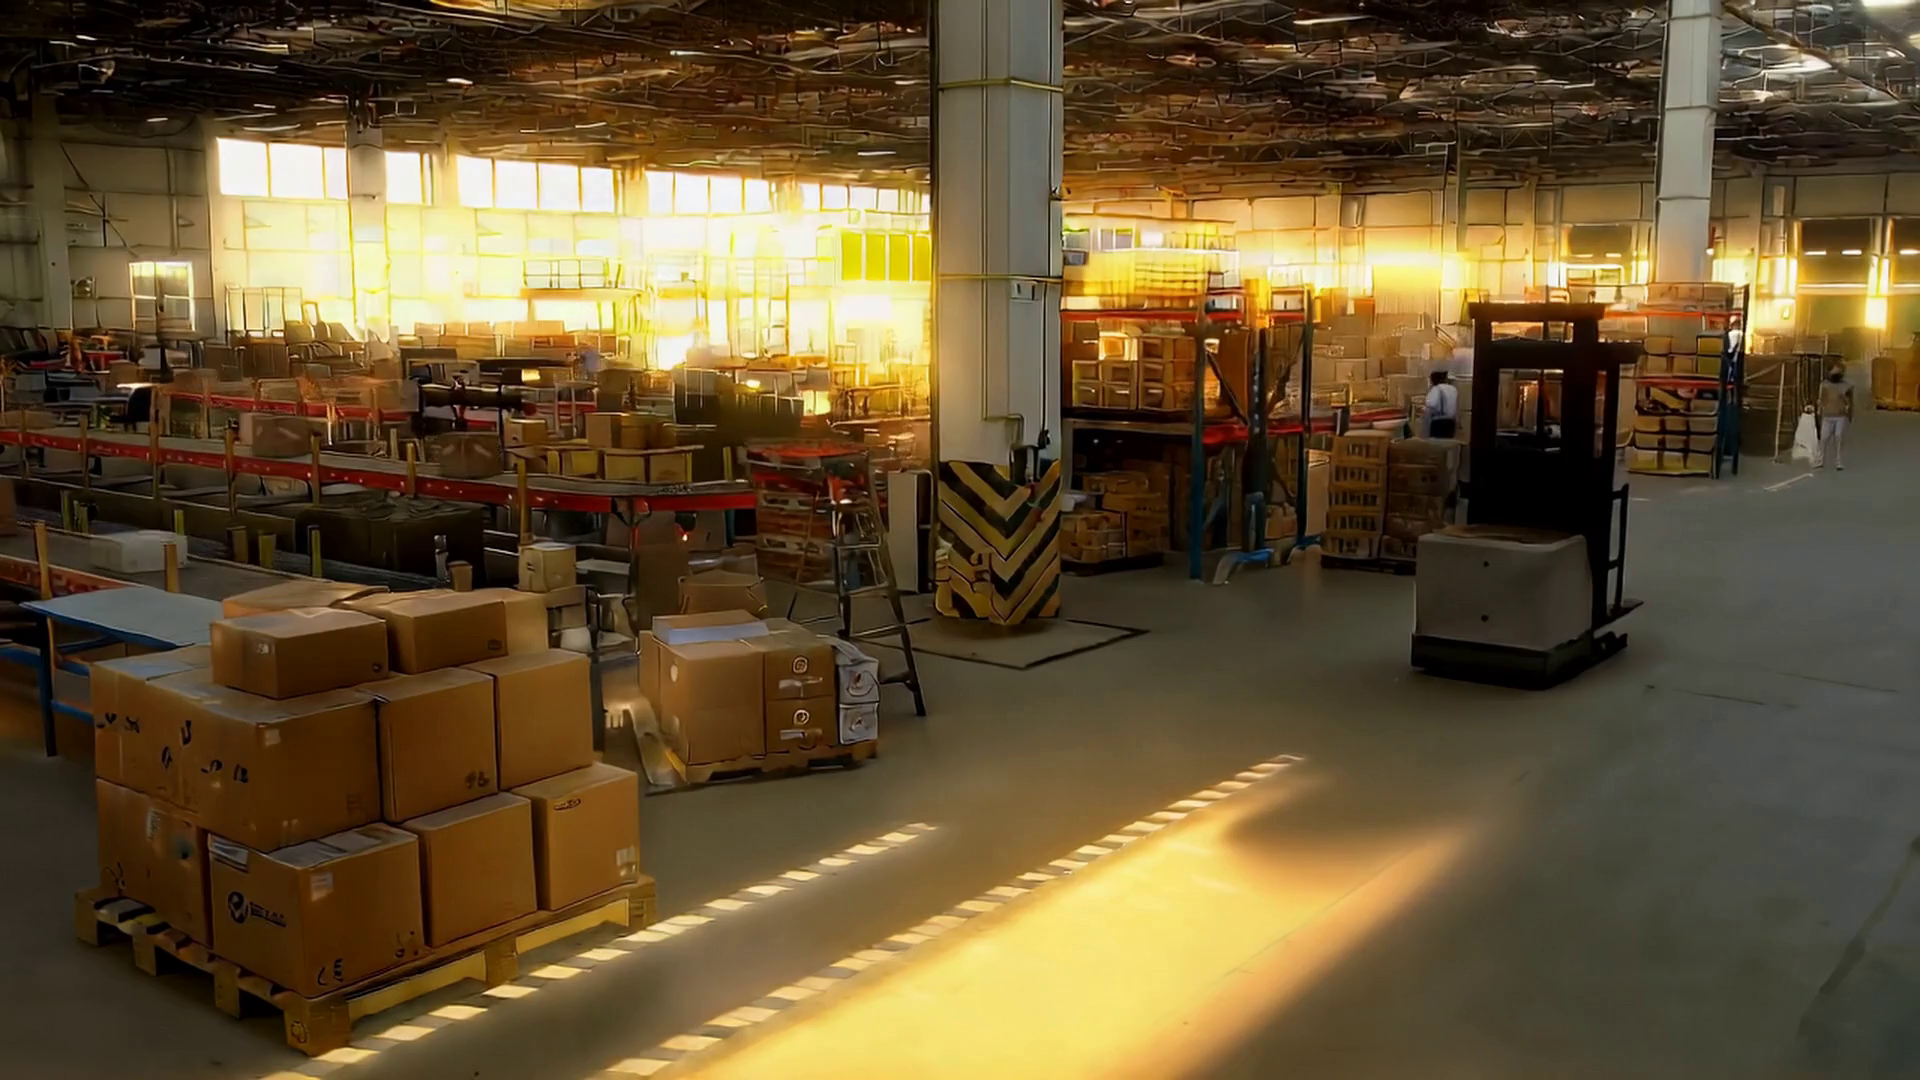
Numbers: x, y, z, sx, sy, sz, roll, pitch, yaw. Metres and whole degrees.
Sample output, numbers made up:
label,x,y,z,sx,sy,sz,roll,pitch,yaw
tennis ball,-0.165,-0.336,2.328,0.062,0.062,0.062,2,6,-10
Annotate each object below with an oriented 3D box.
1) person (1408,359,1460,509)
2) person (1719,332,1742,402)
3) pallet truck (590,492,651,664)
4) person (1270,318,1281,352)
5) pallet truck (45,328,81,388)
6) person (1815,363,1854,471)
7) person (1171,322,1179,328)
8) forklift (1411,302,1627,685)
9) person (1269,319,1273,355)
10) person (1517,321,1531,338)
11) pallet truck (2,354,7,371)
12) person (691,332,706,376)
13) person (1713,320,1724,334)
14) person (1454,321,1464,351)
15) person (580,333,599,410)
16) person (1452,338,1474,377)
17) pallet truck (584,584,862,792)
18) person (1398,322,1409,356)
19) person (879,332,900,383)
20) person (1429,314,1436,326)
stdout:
label,x,y,z,sx,sy,sz,roll,pitch,yaw
person,6.422,-1.442,22.574,1.012,1.998,0.630,8,12,44
person,19.129,-4.222,41.557,0.635,1.919,0.961,-2,9,-15
pallet truck,-3.115,0.344,12.883,0.653,1.274,1.630,7,11,37
person,12.416,-7.764,65.482,0.391,1.914,0.587,-4,9,-26
pallet truck,-23.775,-4.544,43.495,1.885,1.965,0.823,6,10,35
person,14.299,-2.012,27.204,0.533,1.767,0.321,5,10,31
person,7.374,-6.644,57.914,0.550,1.919,0.643,-5,10,-33
forklift,4.379,-0.438,12.852,1.129,2.768,1.873,7,11,37
person,13.597,-8.791,72.835,0.510,1.800,1.009,3,9,22
person,25.727,-9.295,75.809,0.648,1.903,0.967,2,9,11
pallet truck,-24.881,-4.417,42.634,1.885,1.965,0.823,8,11,41
person,-8.882,-6.333,56.470,0.401,1.728,0.491,6,11,37
person,25.600,-6.421,56.002,0.737,2.000,0.681,-2,9,-12
person,17.562,-6.753,58.616,0.417,1.921,0.576,3,9,18
person,-9.106,-4.104,40.767,0.404,1.923,0.579,8,11,42
person,11.825,-3.820,39.097,0.644,1.866,0.984,8,11,42
pallet truck,-1.426,0.805,10.019,1.601,1.201,0.680,-4,9,-26
person,16.405,-7.185,61.823,0.911,1.856,0.590,-2,9,-13
person,-2.016,-5.056,47.577,0.626,1.816,0.419,2,9,14
person,22.270,-9.808,79.116,0.643,1.961,0.863,8,11,42
